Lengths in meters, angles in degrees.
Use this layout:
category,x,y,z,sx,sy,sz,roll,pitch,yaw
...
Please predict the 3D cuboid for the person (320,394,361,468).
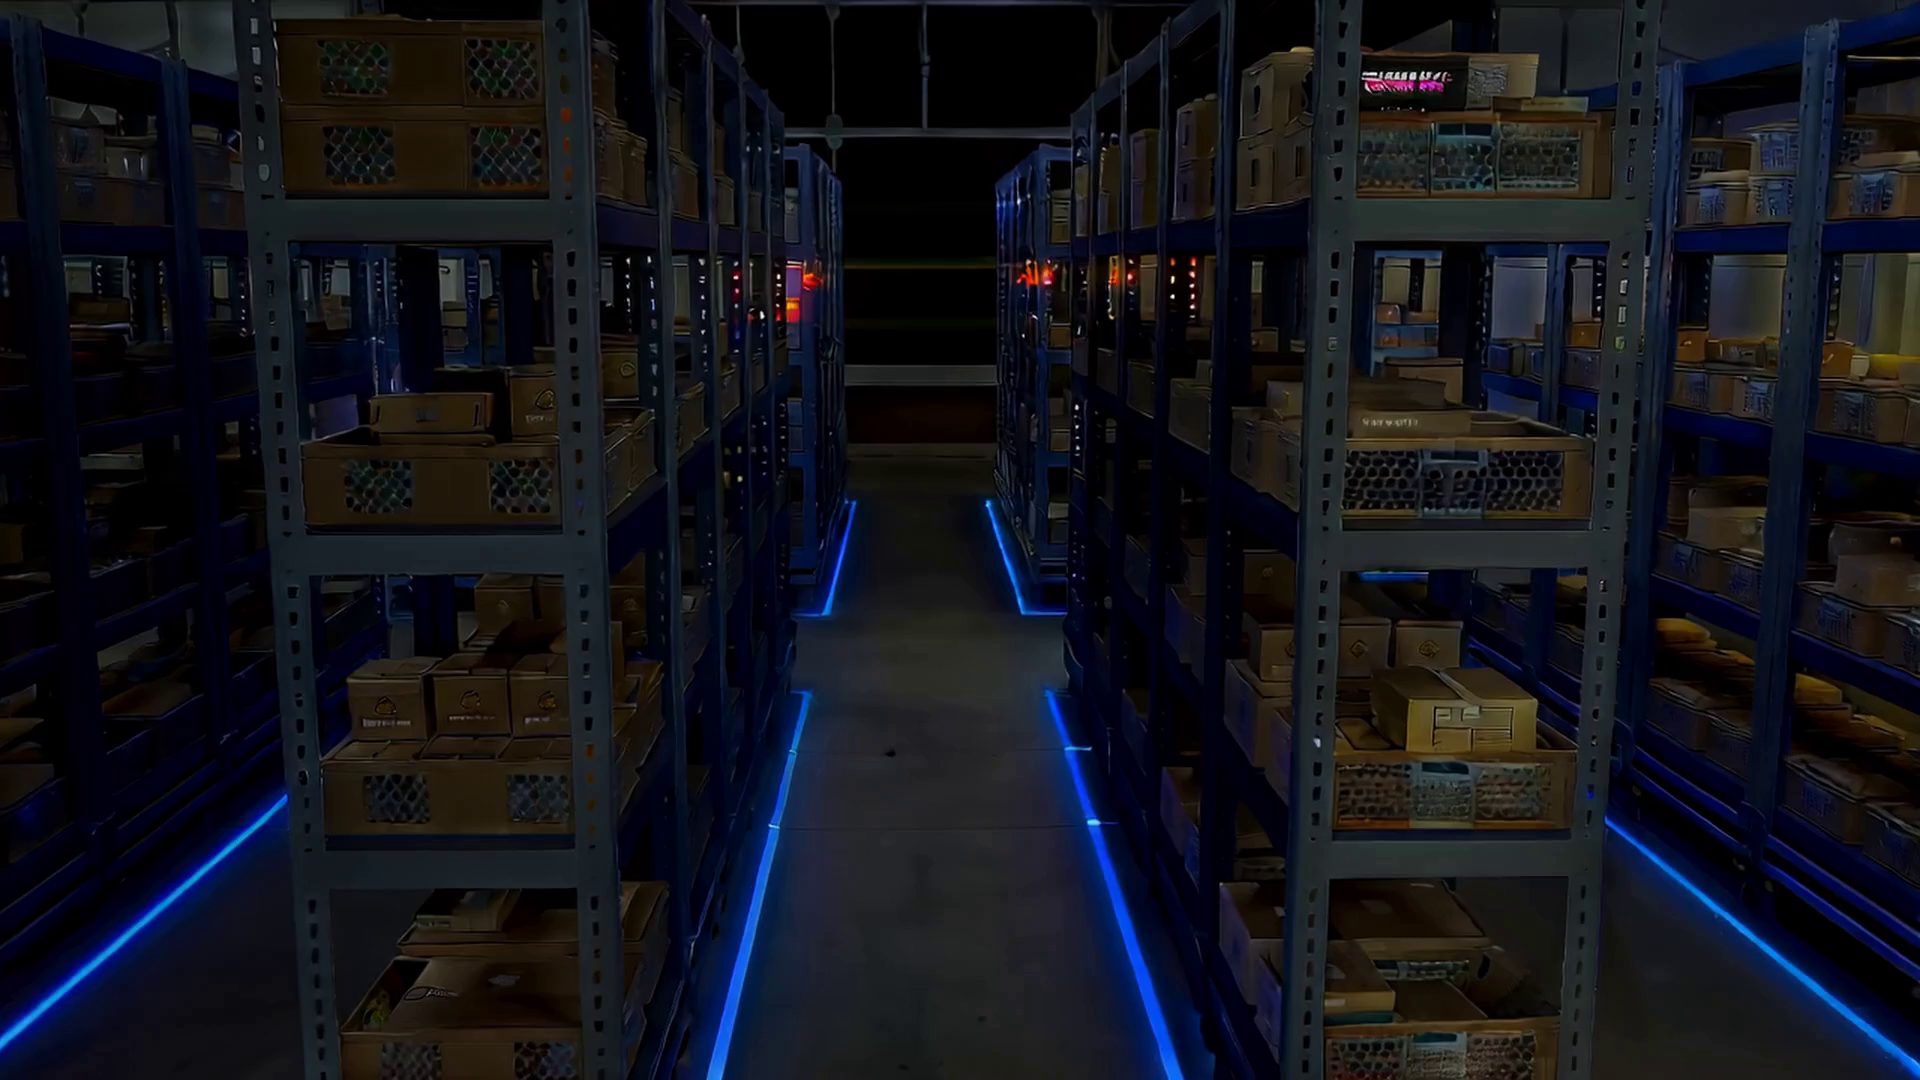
category,x,y,z,sx,sy,sz,roll,pitch,yaw
person,-5.552,-0.729,14.859,0.468,1.968,0.657,-3,10,-20
